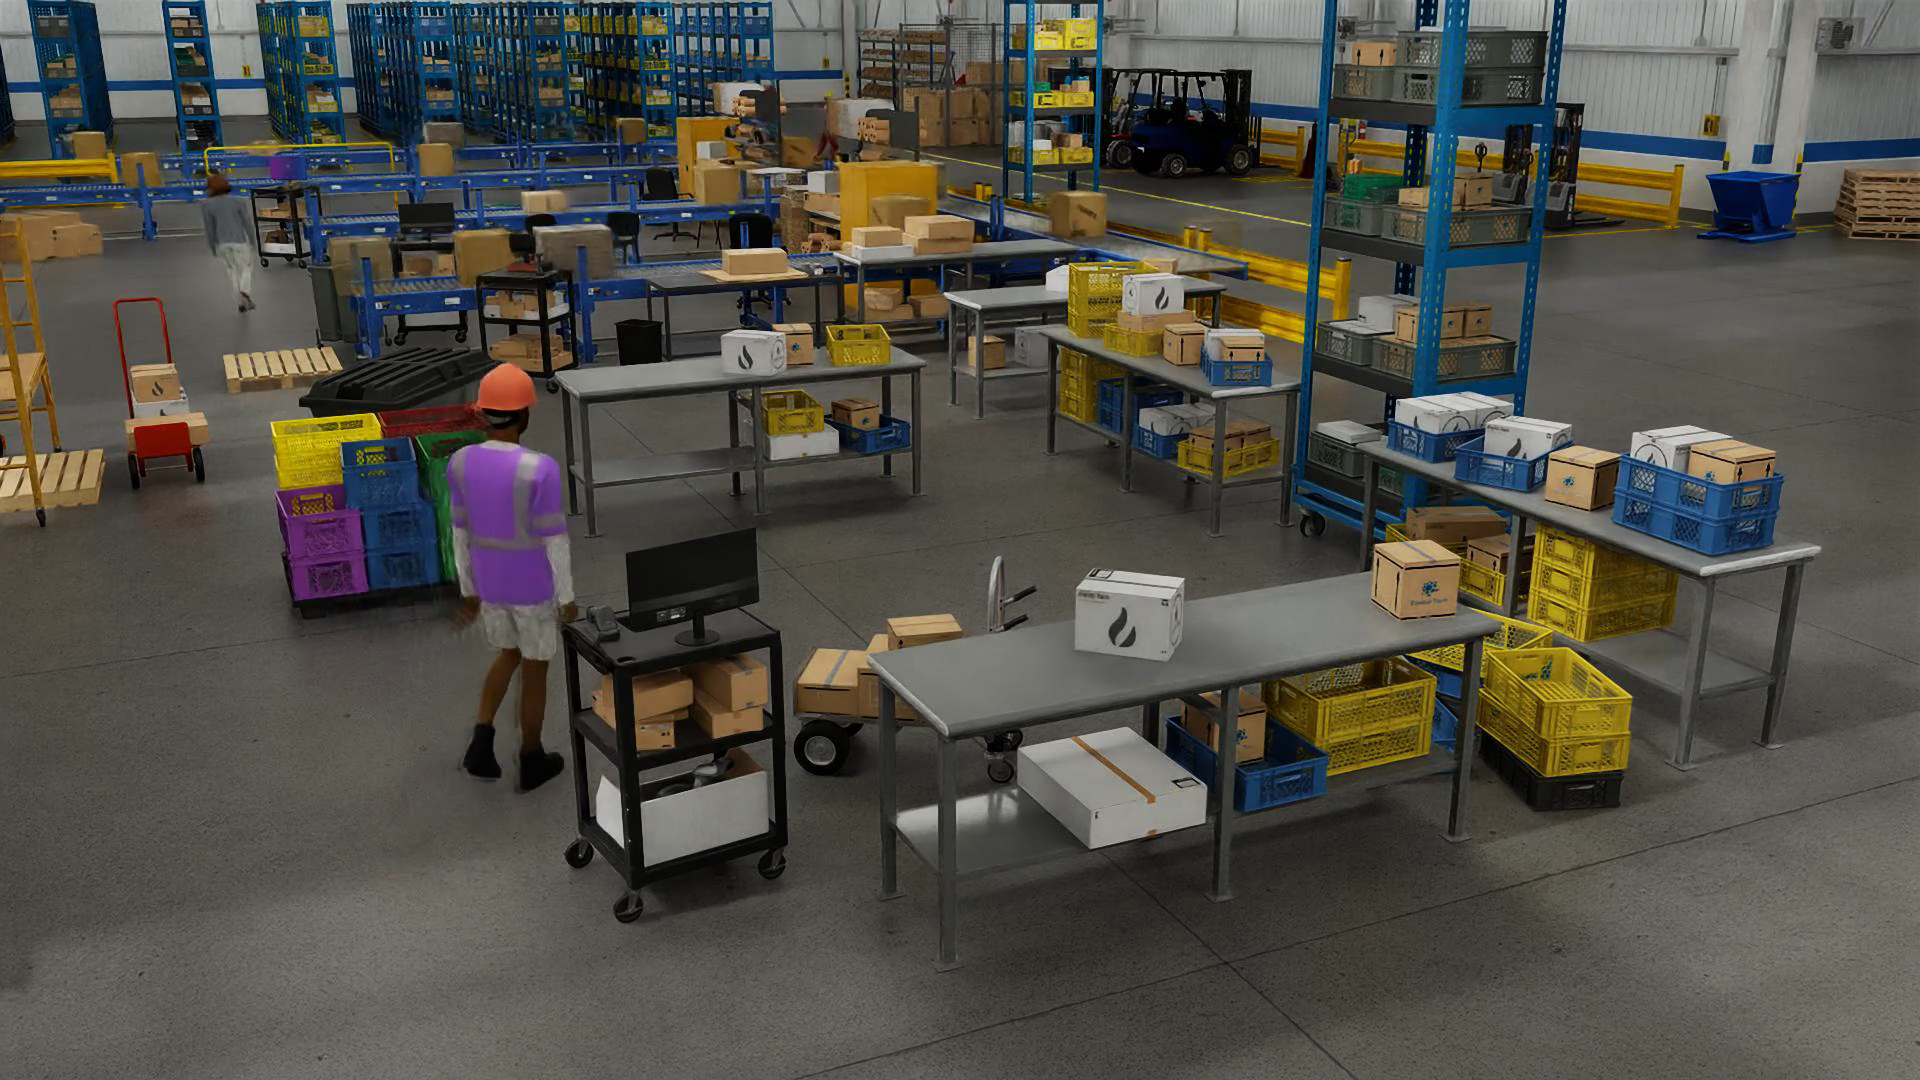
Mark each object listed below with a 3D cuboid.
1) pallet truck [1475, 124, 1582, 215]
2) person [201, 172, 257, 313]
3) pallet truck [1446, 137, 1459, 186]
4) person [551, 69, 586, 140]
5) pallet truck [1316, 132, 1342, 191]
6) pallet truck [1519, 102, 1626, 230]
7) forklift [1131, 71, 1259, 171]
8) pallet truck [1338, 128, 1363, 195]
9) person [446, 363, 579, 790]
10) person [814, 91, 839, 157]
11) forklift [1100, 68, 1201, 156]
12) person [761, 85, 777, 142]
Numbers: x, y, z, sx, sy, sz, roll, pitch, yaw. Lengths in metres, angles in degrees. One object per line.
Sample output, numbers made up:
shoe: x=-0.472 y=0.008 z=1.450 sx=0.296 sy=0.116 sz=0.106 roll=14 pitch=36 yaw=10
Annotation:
pallet truck: x=9.707 y=-6.455 z=28.103 sx=1.885 sy=1.965 sz=0.823 roll=-7 pitch=19 yaw=-20
person: x=-8.377 y=-3.411 z=19.115 sx=0.520 sy=1.617 sz=0.371 roll=-4 pitch=18 yaw=-12
pallet truck: x=9.184 y=-6.485 z=29.328 sx=1.630 sy=1.274 sz=0.653 roll=-8 pitch=19 yaw=-23
person: x=-10.788 y=-11.818 z=45.116 sx=1.046 sy=1.931 sz=0.626 roll=-5 pitch=18 yaw=-14
pallet truck: x=7.723 y=-7.504 z=32.656 sx=1.601 sy=1.201 sz=0.680 roll=-8 pitch=19 yaw=-23
pallet truck: x=9.972 y=-6.037 z=26.785 sx=1.885 sy=1.965 sz=0.823 roll=-9 pitch=20 yaw=-25
forklift: x=4.998 y=-8.936 z=35.413 sx=2.680 sy=1.987 sz=1.157 roll=-9 pitch=20 yaw=-25
pallet truck: x=7.845 y=-7.140 z=31.411 sx=1.522 sy=1.261 sz=0.704 roll=-9 pitch=20 yaw=-25
person: x=-1.950 y=0.191 z=7.276 sx=0.545 sy=1.925 sz=0.475 roll=7 pitch=19 yaw=21
person: x=-2.894 y=-8.911 z=36.288 sx=0.898 sy=1.726 sz=0.529 roll=-4 pitch=18 yaw=-12
forklift: x=4.082 y=-9.564 z=37.410 sx=2.680 sy=1.987 sz=1.157 roll=-8 pitch=19 yaw=-23
person: x=-4.105 y=-9.201 z=37.059 sx=0.926 sy=1.799 sz=0.598 roll=-3 pitch=18 yaw=-11
